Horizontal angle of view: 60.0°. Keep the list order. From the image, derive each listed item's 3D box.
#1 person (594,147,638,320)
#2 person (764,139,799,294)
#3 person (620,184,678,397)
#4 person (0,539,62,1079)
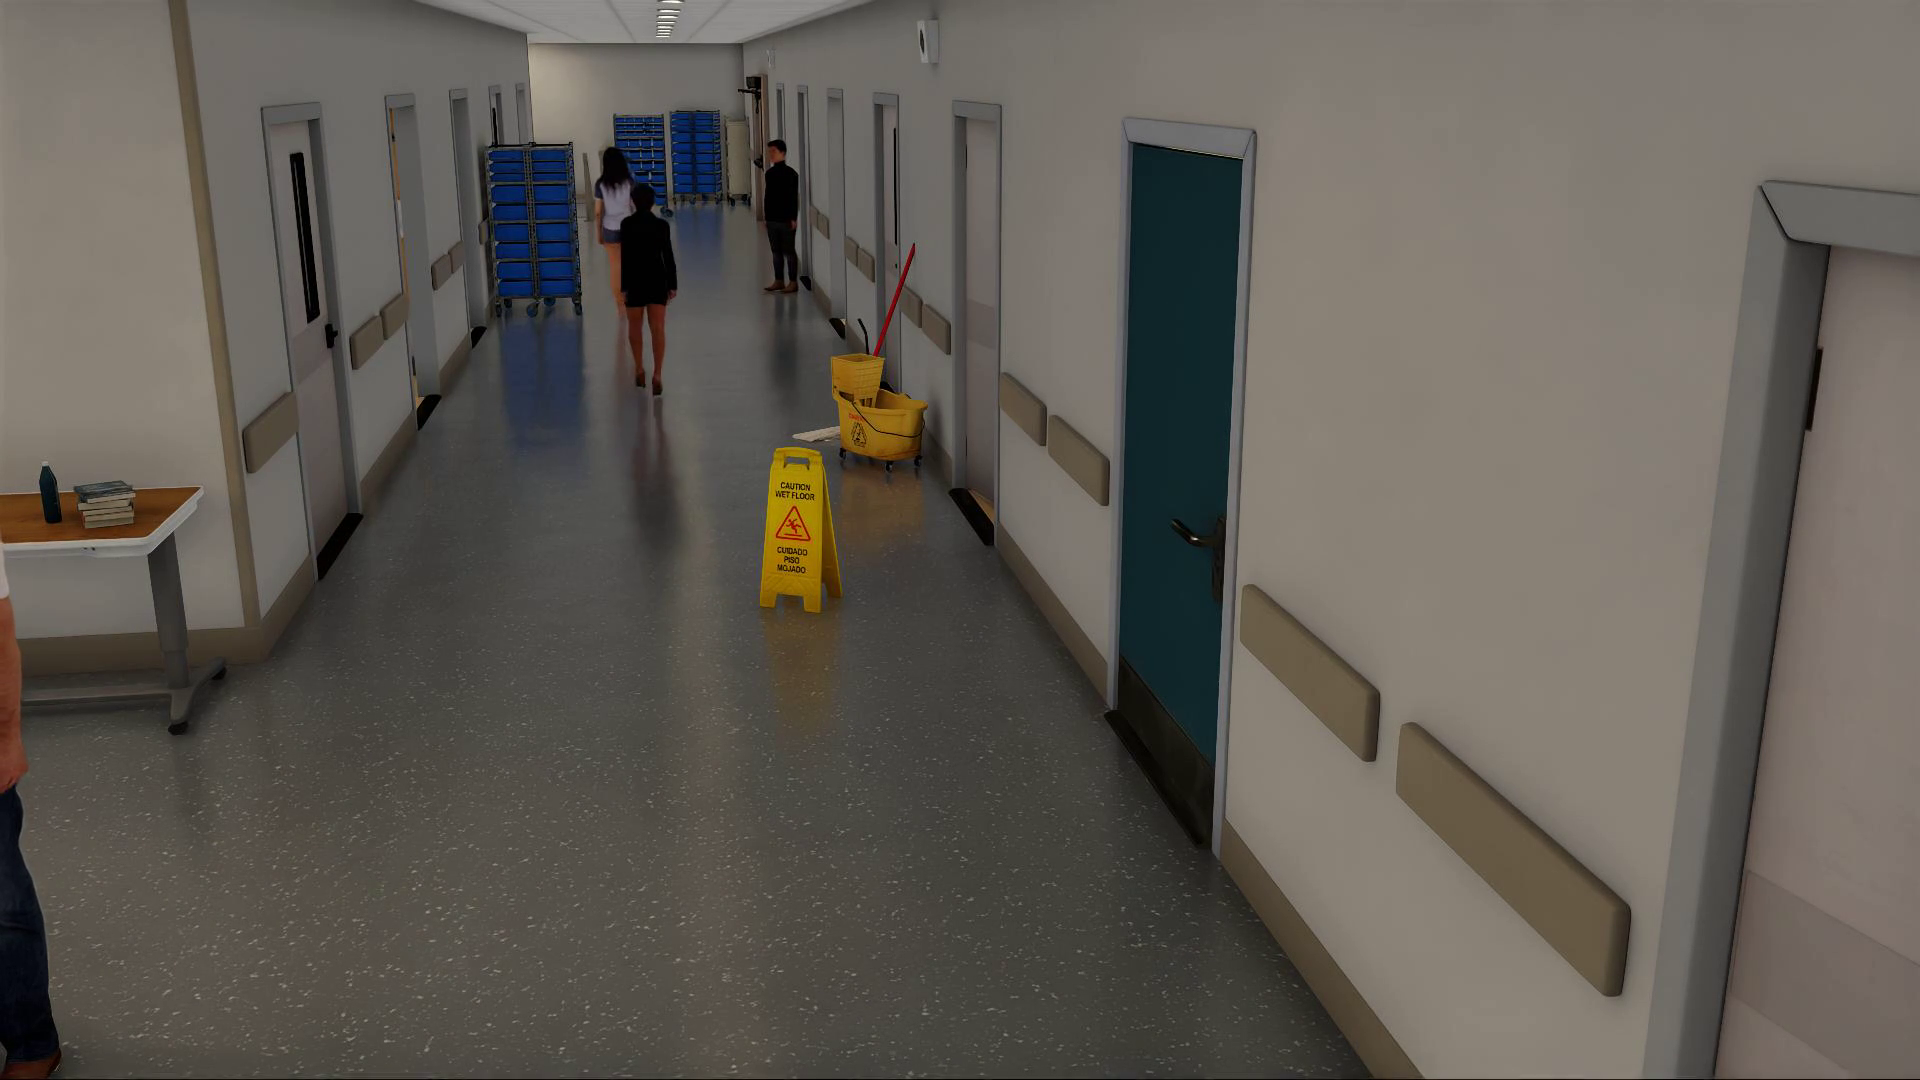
[{"bbox_3d":[-3.471,-3.106,16.949,0.613,1.711,0.805,-3,16,-11],"label":"person"},{"bbox_3d":[-2.046,-3.722,19.117,0.700,1.721,0.774,12,20,37],"label":"person"},{"bbox_3d":[-2.422,-1.912,12.882,0.592,1.621,0.717,-3,16,-11],"label":"person"},{"bbox_3d":[-2.466,0.478,3.972,0.697,1.855,0.614,0,16,-1],"label":"person"}]
